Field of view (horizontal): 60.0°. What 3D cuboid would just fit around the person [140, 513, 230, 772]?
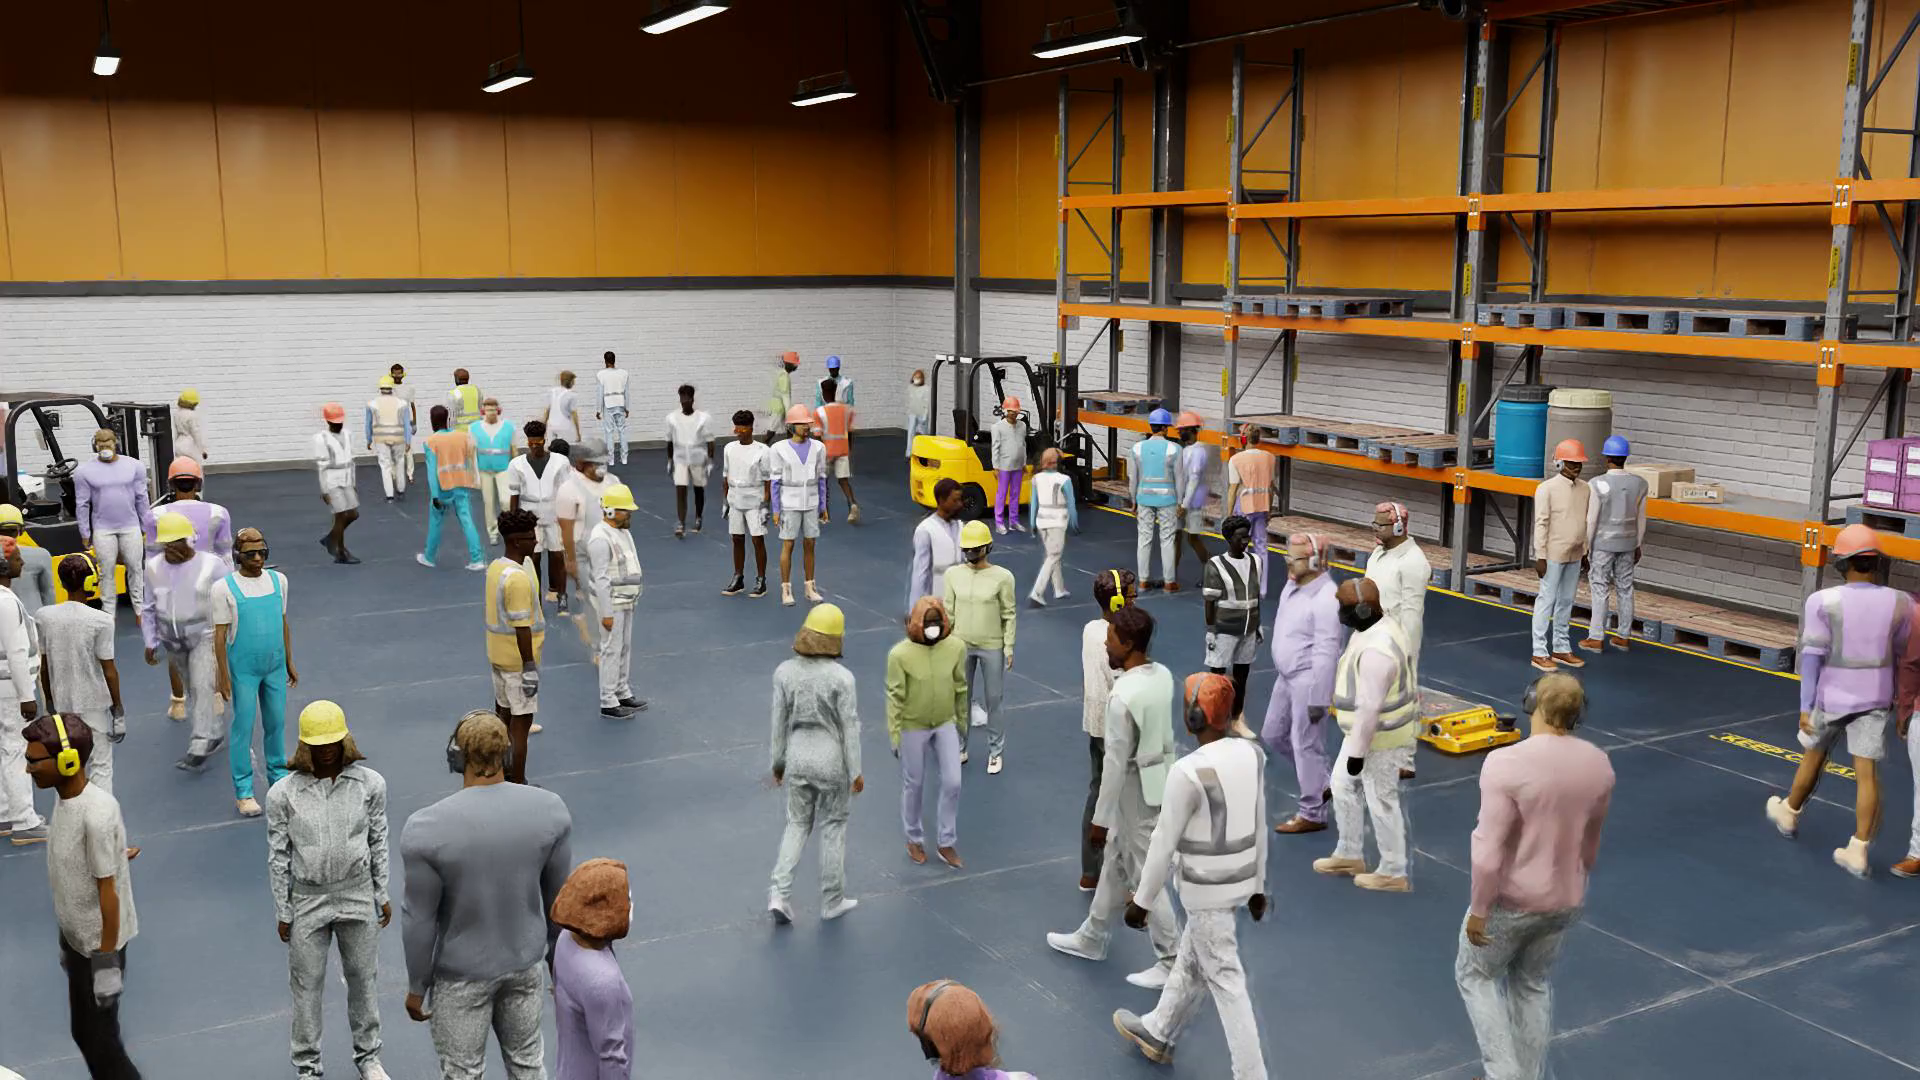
[{"bbox_3d":[-5.373,0.705,11.527,0.589,1.784,0.884,1,10,4],"label":"person"}]

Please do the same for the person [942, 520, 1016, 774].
[{"bbox_3d":[0.117,0.736,11.418,0.533,1.767,0.327,3,10,17],"label":"person"}]

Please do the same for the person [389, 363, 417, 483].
[{"bbox_3d":[-8.697,-1.808,25.807,0.509,1.860,0.334,-2,10,-13],"label":"person"}]

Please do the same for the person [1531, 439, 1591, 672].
[{"bbox_3d":[5.177,0.123,14.285,0.617,1.994,0.381,-6,11,-29],"label":"person"}]

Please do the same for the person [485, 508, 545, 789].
[{"bbox_3d":[-2.846,0.760,10.701,0.362,1.963,0.614,-6,11,-30],"label":"person"}]

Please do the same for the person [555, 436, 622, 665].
[{"bbox_3d":[-3.178,0.077,14.420,0.707,2.000,0.680,8,13,39],"label":"person"}]

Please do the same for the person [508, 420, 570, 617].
[{"bbox_3d":[-4.108,-0.209,16.337,0.616,1.951,0.388,-2,10,-11],"label":"person"}]

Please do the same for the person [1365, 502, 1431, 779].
[{"bbox_3d":[2.926,0.683,11.359,0.398,1.900,0.635,-2,10,-13],"label":"person"}]

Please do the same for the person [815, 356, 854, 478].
[{"bbox_3d":[-1.979,-1.942,26.308,0.616,1.945,0.404,0,10,3],"label":"person"}]

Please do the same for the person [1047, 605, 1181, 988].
[{"bbox_3d":[0.801,1.248,8.161,0.723,1.900,0.611,4,11,24],"label":"person"}]

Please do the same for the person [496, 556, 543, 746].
[{"bbox_3d":[-3.226,0.654,12.133,0.323,1.690,0.546,0,10,1],"label":"person"}]

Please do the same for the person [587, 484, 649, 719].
[{"bbox_3d":[-2.643,0.472,12.797,0.403,1.818,0.601,1,10,6],"label":"person"}]

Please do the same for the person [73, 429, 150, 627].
[{"bbox_3d":[-8.025,-0.103,15.796,0.632,1.930,0.384,-6,11,-29],"label":"person"}]

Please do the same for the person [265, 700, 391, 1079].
[{"bbox_3d":[-2.626,1.519,6.976,0.485,1.744,0.294,-6,12,-31],"label":"person"}]

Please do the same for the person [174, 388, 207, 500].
[{"bbox_3d":[-10.635,-1.240,22.930,0.520,1.715,0.351,7,12,35],"label":"person"}]

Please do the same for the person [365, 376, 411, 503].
[{"bbox_3d":[-8.232,-1.455,23.932,0.607,1.791,0.869,-4,11,-24],"label":"person"}]

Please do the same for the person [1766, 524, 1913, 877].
[{"bbox_3d":[5.215,0.885,9.850,0.633,2.000,0.996,1,10,7],"label":"person"}]

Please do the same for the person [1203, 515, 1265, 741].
[{"bbox_3d":[1.993,0.651,12.104,0.541,1.695,0.316,-6,11,-30],"label":"person"}]

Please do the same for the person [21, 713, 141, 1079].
[{"bbox_3d":[-3.341,1.566,6.390,0.329,1.854,0.533,-9,13,-42],"label":"person"}]

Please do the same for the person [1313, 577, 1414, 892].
[{"bbox_3d":[2.231,1.091,9.266,0.658,1.807,0.658,2,10,10],"label":"person"}]

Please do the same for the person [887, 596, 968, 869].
[{"bbox_3d":[-0.161,1.120,9.635,0.526,1.612,0.573,-4,11,-21],"label":"person"}]

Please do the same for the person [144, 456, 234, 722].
[{"bbox_3d":[-5.898,0.373,12.761,0.613,2.029,0.409,-7,12,-34],"label":"person"}]

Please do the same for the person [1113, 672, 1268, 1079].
[{"bbox_3d":[0.964,1.456,7.033,0.945,1.838,0.599,8,13,40],"label":"person"}]

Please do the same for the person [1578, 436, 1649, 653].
[{"bbox_3d":[5.833,0.041,14.892,0.615,1.945,0.399,-2,10,-12],"label":"person"}]

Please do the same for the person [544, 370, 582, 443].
[{"bbox_3d":[-5.986,-1.640,24.991,0.559,1.802,0.474,4,11,24],"label":"person"}]

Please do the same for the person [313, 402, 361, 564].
[{"bbox_3d":[-7.144,-0.646,19.028,0.548,1.896,0.571,4,11,22],"label":"person"}]

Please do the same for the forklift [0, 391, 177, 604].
[{"bbox_3d":[-9.026,-0.363,16.508,1.214,2.155,2.313,6,11,29],"label":"forklift"}]

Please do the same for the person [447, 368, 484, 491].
[{"bbox_3d":[-7.433,-1.652,24.946,0.430,1.845,0.619,7,12,35],"label":"person"}]

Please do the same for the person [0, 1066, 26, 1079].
[{"bbox_3d":[-2.450,1.911,4.116,0.599,1.958,0.375,4,11,21],"label":"person"}]

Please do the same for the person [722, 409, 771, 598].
[{"bbox_3d":[-2.220,-0.382,17.287,0.603,1.962,0.368,5,11,25],"label":"person"}]

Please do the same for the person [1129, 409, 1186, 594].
[{"bbox_3d":[2.079,-0.405,17.485,0.602,1.940,0.402,4,11,24],"label":"person"}]

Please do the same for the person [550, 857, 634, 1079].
[{"bbox_3d":[-1.189,1.834,5.476,0.268,1.631,0.507,-5,11,-28],"label":"person"}]

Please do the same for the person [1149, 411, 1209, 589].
[{"bbox_3d":[2.420,-0.410,17.636,0.754,1.910,0.597,-3,10,-15],"label":"person"}]

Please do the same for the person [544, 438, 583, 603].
[{"bbox_3d":[-4.059,-0.194,17.000,0.531,1.688,0.321,-4,11,-22],"label":"person"}]

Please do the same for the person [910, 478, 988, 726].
[{"bbox_3d":[-0.036,0.471,12.626,0.940,1.877,0.620,5,11,26],"label":"person"}]

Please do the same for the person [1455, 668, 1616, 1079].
[{"bbox_3d":[2.343,1.472,6.812,0.665,1.907,0.398,-4,11,-22],"label":"person"}]

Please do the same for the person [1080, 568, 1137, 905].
[{"bbox_3d":[0.847,1.075,9.168,0.328,1.872,0.513,-3,10,-19],"label":"person"}]

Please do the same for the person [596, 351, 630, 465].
[{"bbox_3d":[-5.837,-2.219,28.007,0.587,1.914,0.391,-7,12,-34],"label":"person"}]

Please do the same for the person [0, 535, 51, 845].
[{"bbox_3d":[-5.767,0.906,10.101,0.573,1.883,0.353,9,13,41],"label":"person"}]

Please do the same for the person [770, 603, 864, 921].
[{"bbox_3d":[-0.782,1.202,8.877,0.512,1.741,0.455,5,11,26],"label":"person"}]

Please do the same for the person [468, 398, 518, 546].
[{"bbox_3d":[-5.645,-0.805,20.116,0.581,1.818,0.677,-2,10,-12],"label":"person"}]

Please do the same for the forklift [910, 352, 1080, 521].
[{"bbox_3d":[0.460,-1.461,22.833,2.313,2.155,1.214,-5,11,-28],"label":"forklift"}]

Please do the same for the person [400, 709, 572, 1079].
[{"bbox_3d":[-1.730,1.573,6.144,0.635,1.928,0.382,-8,12,-37],"label":"person"}]

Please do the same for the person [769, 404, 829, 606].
[{"bbox_3d":[-1.621,-0.355,16.886,0.610,2.048,0.362,-5,11,-26],"label":"person"}]

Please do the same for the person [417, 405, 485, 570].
[{"bbox_3d":[-5.762,-0.586,18.770,0.993,1.873,0.604,8,13,38],"label":"person"}]

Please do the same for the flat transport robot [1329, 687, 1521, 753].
[{"bbox_3d":[3.432,1.291,12.522,0.652,0.197,1.431,-6,12,-32],"label":"flat transport robot"}]

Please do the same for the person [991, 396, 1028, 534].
[{"bbox_3d":[0.653,-0.962,21.222,0.574,1.749,0.333,-8,13,-39],"label":"person"}]

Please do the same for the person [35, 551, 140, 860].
[{"bbox_3d":[-5.097,0.992,9.682,0.510,1.861,0.324,1,10,8],"label":"person"}]

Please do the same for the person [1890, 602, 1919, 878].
[{"bbox_3d":[5.585,1.011,9.376,0.375,1.929,0.636,-6,11,-30],"label":"person"}]

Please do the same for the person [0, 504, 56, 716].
[{"bbox_3d":[-6.860,0.616,12.107,0.331,1.767,0.527,10,14,44],"label":"person"}]

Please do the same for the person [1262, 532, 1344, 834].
[{"bbox_3d":[2.121,0.880,10.231,0.446,1.887,0.668,-2,10,-11],"label":"person"}]

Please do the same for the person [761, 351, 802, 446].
[{"bbox_3d":[-2.919,-2.139,27.436,1.126,1.946,0.615,0,10,0],"label":"person"}]

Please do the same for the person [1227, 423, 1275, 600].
[{"bbox_3d":[2.981,-0.274,17.039,0.566,1.836,0.383,-5,11,-27],"label":"person"}]

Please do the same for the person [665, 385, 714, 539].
[{"bbox_3d":[-3.402,-0.987,20.904,0.627,1.909,0.987,0,10,0],"label":"person"}]

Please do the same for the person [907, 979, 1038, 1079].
[{"bbox_3d":[0.004,2.001,4.564,0.520,1.619,0.416,-4,11,-23],"label":"person"}]

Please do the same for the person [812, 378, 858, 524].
[{"bbox_3d":[-1.640,-1.160,21.852,0.610,1.937,0.839,-5,11,-26],"label":"person"}]

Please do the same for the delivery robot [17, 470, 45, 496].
[{"bbox_3d":[-12.990,-0.723,23.031,0.477,0.478,0.707,-1,10,-7],"label":"delivery robot"}]

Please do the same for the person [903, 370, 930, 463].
[{"bbox_3d":[-0.728,-2.086,28.142,0.520,1.585,0.795,6,11,30],"label":"person"}]

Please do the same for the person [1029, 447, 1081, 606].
[{"bbox_3d":[0.922,-0.144,16.932,0.773,1.604,0.522,-9,13,-42],"label":"person"}]

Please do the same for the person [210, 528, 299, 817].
[{"bbox_3d":[-4.496,0.829,10.652,0.332,1.844,0.518,7,12,37],"label":"person"}]
